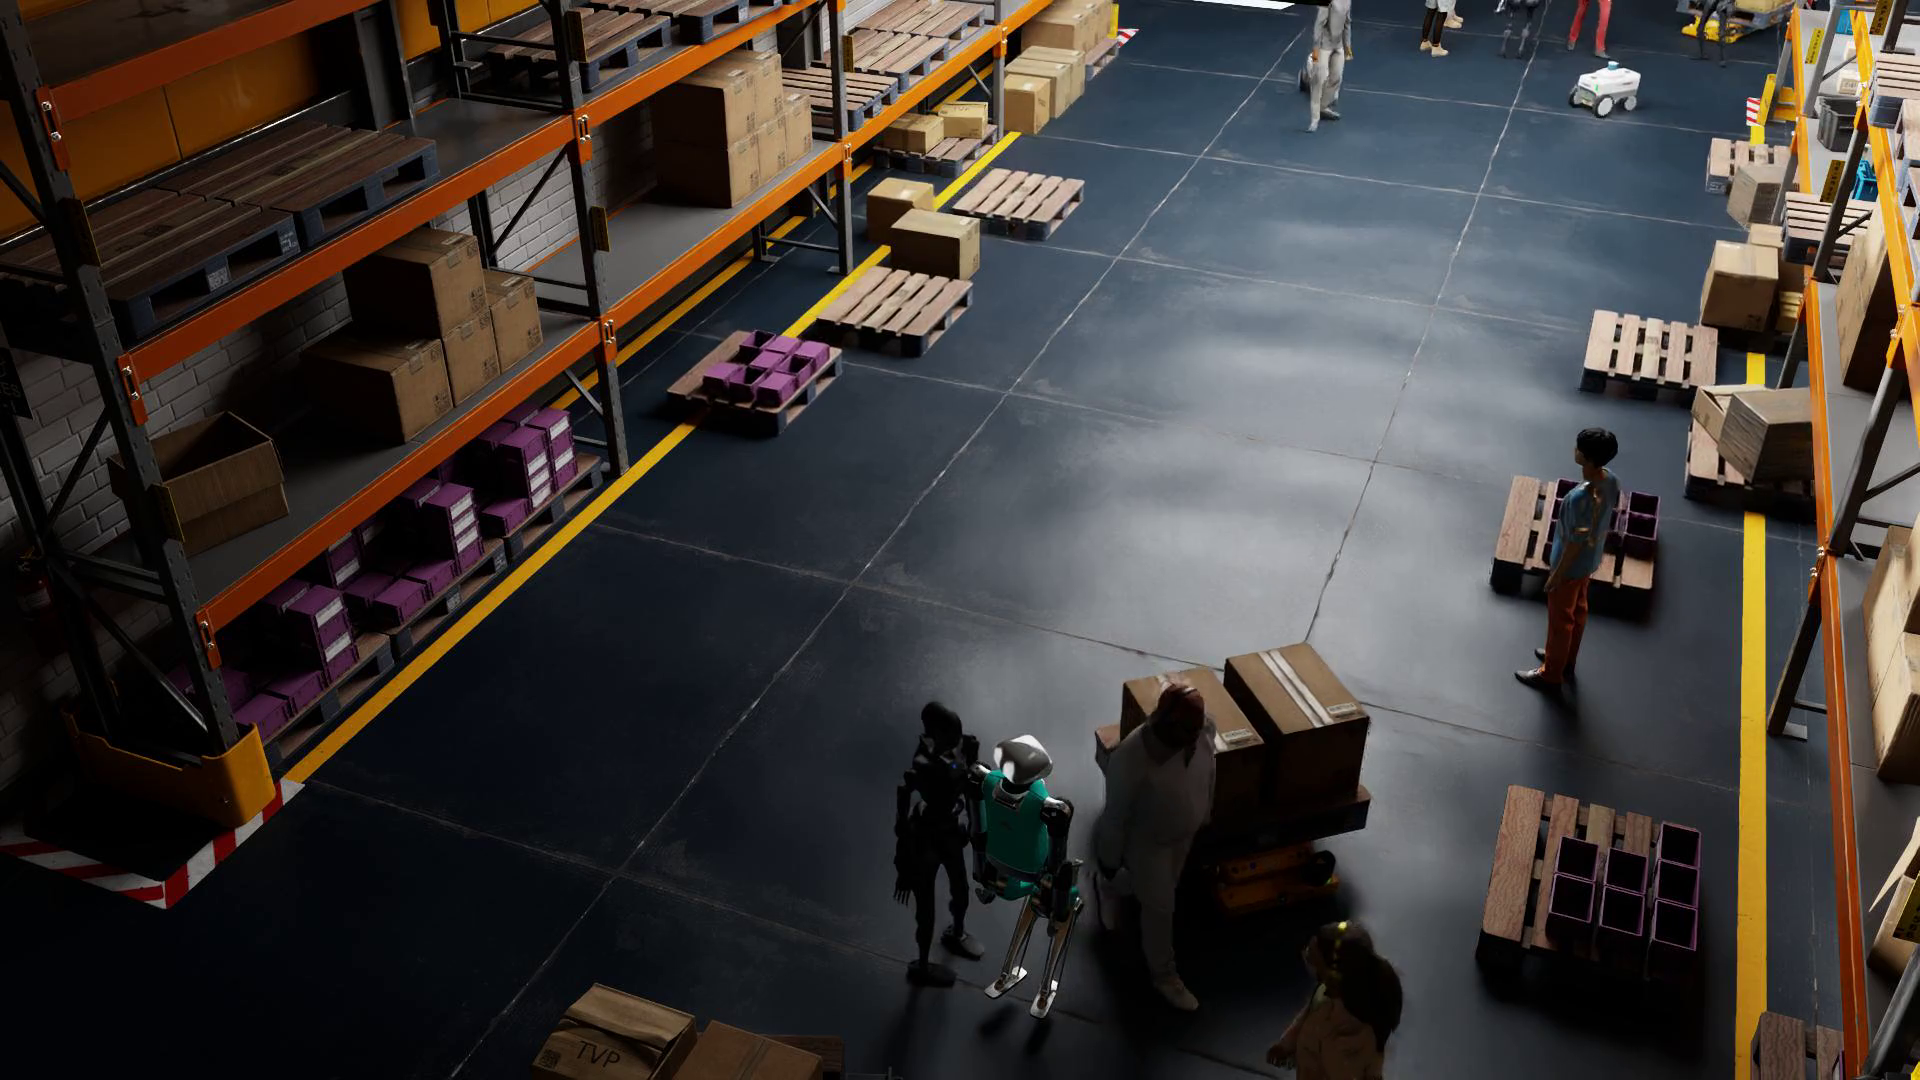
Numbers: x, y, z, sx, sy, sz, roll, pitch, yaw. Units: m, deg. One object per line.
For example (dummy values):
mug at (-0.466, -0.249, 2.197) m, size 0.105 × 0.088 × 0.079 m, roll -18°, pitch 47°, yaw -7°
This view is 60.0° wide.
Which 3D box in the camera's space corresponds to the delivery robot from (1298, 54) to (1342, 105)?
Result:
delivery robot at (4.357, -5.582, 19.945) m, size 0.499 × 0.571 × 0.756 m, roll 2°, pitch 33°, yaw 3°

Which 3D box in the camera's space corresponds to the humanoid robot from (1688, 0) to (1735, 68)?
humanoid robot at (9.486, -6.786, 20.804) m, size 0.325 × 1.643 × 0.592 m, roll -14°, pitch 35°, yaw -21°

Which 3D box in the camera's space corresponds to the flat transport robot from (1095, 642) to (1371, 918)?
flat transport robot at (1.482, 1.490, 9.286) m, size 0.659 × 0.231 × 1.431 m, roll -10°, pitch 34°, yaw -15°

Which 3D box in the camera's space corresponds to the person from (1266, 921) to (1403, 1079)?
person at (1.438, 2.223, 6.721) m, size 0.969 × 1.821 × 0.539 m, roll 14°, pitch 35°, yaw 20°

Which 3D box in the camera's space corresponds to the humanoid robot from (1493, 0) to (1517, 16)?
humanoid robot at (7.571, -8.024, 22.713) m, size 0.544 × 1.860 × 0.701 m, roll 20°, pitch 38°, yaw 28°

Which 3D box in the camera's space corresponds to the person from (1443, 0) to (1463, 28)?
person at (6.720, -7.796, 22.265) m, size 0.305 × 1.779 × 0.462 m, roll 12°, pitch 35°, yaw 18°

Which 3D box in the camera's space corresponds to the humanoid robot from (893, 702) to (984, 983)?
humanoid robot at (-0.108, 1.451, 8.039) m, size 0.318 × 1.650 × 0.594 m, roll 26°, pitch 41°, yaw 34°

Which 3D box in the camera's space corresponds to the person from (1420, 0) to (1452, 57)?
person at (6.140, -7.037, 21.173) m, size 0.319 × 1.693 × 0.531 m, roll -12°, pitch 35°, yaw -18°

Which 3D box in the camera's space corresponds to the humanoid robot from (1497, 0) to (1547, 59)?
humanoid robot at (7.146, -6.931, 21.043) m, size 0.609 × 1.631 × 0.411 m, roll 14°, pitch 35°, yaw 20°

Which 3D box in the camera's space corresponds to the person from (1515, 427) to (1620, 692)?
person at (3.694, 0.121, 10.025) m, size 0.303 × 1.764 × 0.507 m, roll 25°, pitch 40°, yaw 33°

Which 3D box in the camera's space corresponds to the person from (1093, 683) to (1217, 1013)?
person at (0.911, 1.371, 8.012) m, size 0.660 × 1.870 × 0.810 m, roll -28°, pitch 42°, yaw -36°

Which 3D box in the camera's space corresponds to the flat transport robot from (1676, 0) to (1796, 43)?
flat transport robot at (10.389, -6.976, 22.388) m, size 1.431 × 0.231 × 0.659 m, roll -27°, pitch 41°, yaw -35°

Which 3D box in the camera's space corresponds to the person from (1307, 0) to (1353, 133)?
person at (4.160, -5.587, 18.763) m, size 0.681 × 1.878 × 0.358 m, roll -24°, pitch 40°, yaw -32°

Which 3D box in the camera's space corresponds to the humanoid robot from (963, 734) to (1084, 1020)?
humanoid robot at (0.385, 1.503, 7.790) m, size 0.533 × 1.677 × 0.735 m, roll 20°, pitch 38°, yaw 28°

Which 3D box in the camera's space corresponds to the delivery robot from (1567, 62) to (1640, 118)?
delivery robot at (7.589, -5.297, 19.539) m, size 0.797 × 0.608 × 0.499 m, roll -14°, pitch 35°, yaw -21°

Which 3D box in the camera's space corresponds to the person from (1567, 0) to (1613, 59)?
person at (8.084, -6.997, 21.094) m, size 0.660 × 1.699 × 0.840 m, roll 0°, pitch 33°, yaw -1°
